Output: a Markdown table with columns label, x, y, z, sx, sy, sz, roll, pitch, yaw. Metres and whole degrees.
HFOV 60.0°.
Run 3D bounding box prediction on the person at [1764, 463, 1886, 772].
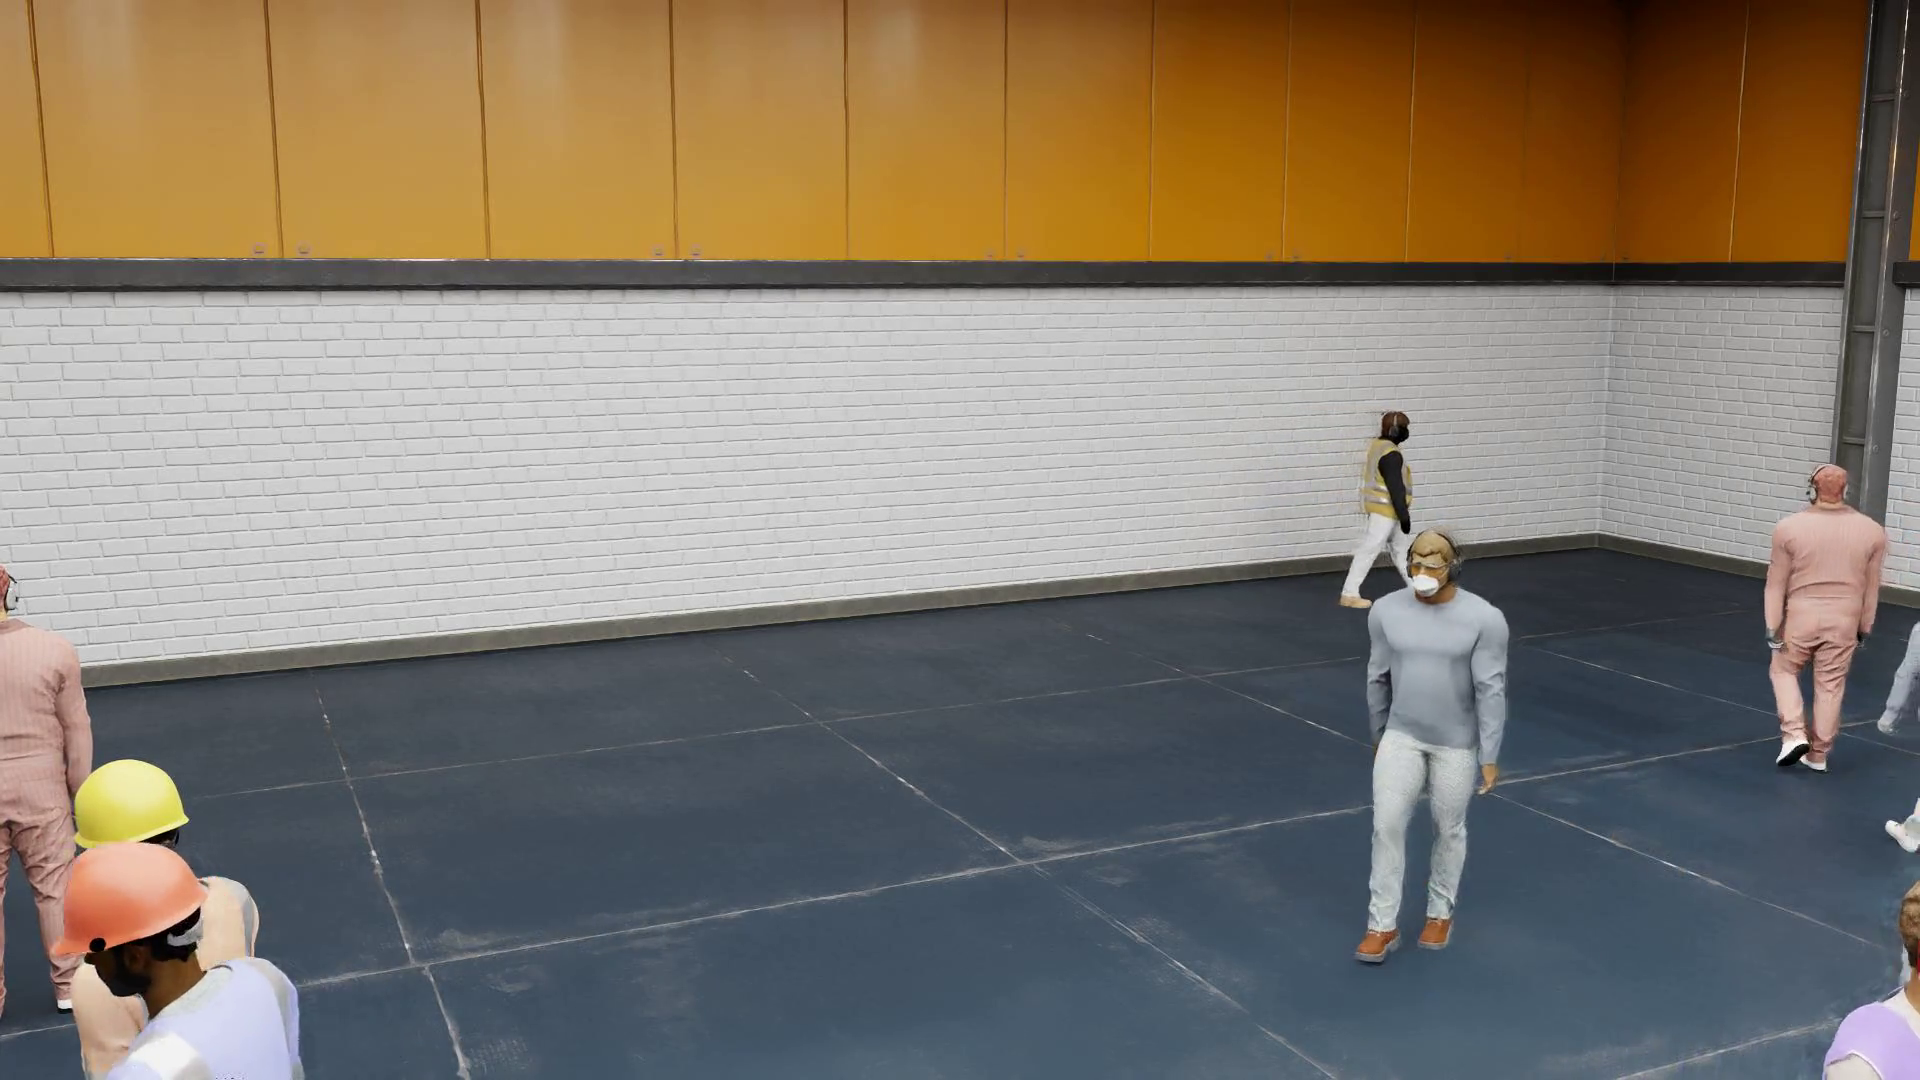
| label | x | y | z | sx | sy | sz | roll | pitch | yaw |
| --- | --- | --- | --- | --- | --- | --- | --- | --- | --- |
| person | 5.195 | 0.482 | 10.061 | 0.644 | 1.893 | 0.436 | 2 | 9 | 12 |

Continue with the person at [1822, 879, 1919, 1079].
| label | x | y | z | sx | sy | sz | roll | pitch | yaw |
| --- | --- | --- | --- | --- | --- | --- | --- | --- | --- |
| person | 2.023 | 1.578 | 3.435 | 0.594 | 1.825 | 0.739 | -7 | 12 | -38 |

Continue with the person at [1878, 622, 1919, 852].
| label | x | y | z | sx | sy | sz | roll | pitch | yaw |
| --- | --- | --- | --- | --- | --- | --- | --- | --- | --- |
| person | 4.958 | 0.901 | 8.369 | 0.517 | 1.584 | 0.858 | -1 | 9 | -6 |

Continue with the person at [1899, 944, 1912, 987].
| label | x | y | z | sx | sy | sz | roll | pitch | yaw |
| --- | --- | --- | --- | --- | --- | --- | --- | --- | --- |
| person | 2.588 | 1.485 | 4.320 | 0.481 | 1.722 | 0.405 | -8 | 12 | -40 |

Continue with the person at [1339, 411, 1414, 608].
| label | x | y | z | sx | sy | sz | roll | pitch | yaw |
| --- | --- | --- | --- | --- | --- | --- | --- | --- | --- |
| person | 3.895 | -0.257 | 14.940 | 0.979 | 1.787 | 0.653 | 1 | 9 | 8 |

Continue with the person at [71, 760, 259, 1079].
| label | x | y | z | sx | sy | sz | roll | pitch | yaw |
| --- | --- | --- | --- | --- | --- | --- | --- | --- | --- |
| person | -1.853 | 1.453 | 3.913 | 0.384 | 1.924 | 0.589 | 1 | 9 | 7 |

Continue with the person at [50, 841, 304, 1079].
| label | x | y | z | sx | sy | sz | roll | pitch | yaw |
| --- | --- | --- | --- | --- | --- | --- | --- | --- | --- |
| person | -1.648 | 1.533 | 3.489 | 0.787 | 1.898 | 0.572 | 1 | 9 | 5 |

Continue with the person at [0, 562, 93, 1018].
| label | x | y | z | sx | sy | sz | roll | pitch | yaw |
| --- | --- | --- | --- | --- | --- | --- | --- | --- | --- |
| person | -3.847 | 1.013 | 6.710 | 0.642 | 1.906 | 0.410 | -5 | 10 | -28 |

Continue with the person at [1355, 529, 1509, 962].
| label | x | y | z | sx | sy | sz | roll | pitch | yaw |
| --- | --- | --- | --- | --- | --- | --- | --- | --- | --- |
| person | 2.040 | 0.916 | 7.275 | 0.646 | 1.912 | 0.794 | 5 | 10 | 29 |
